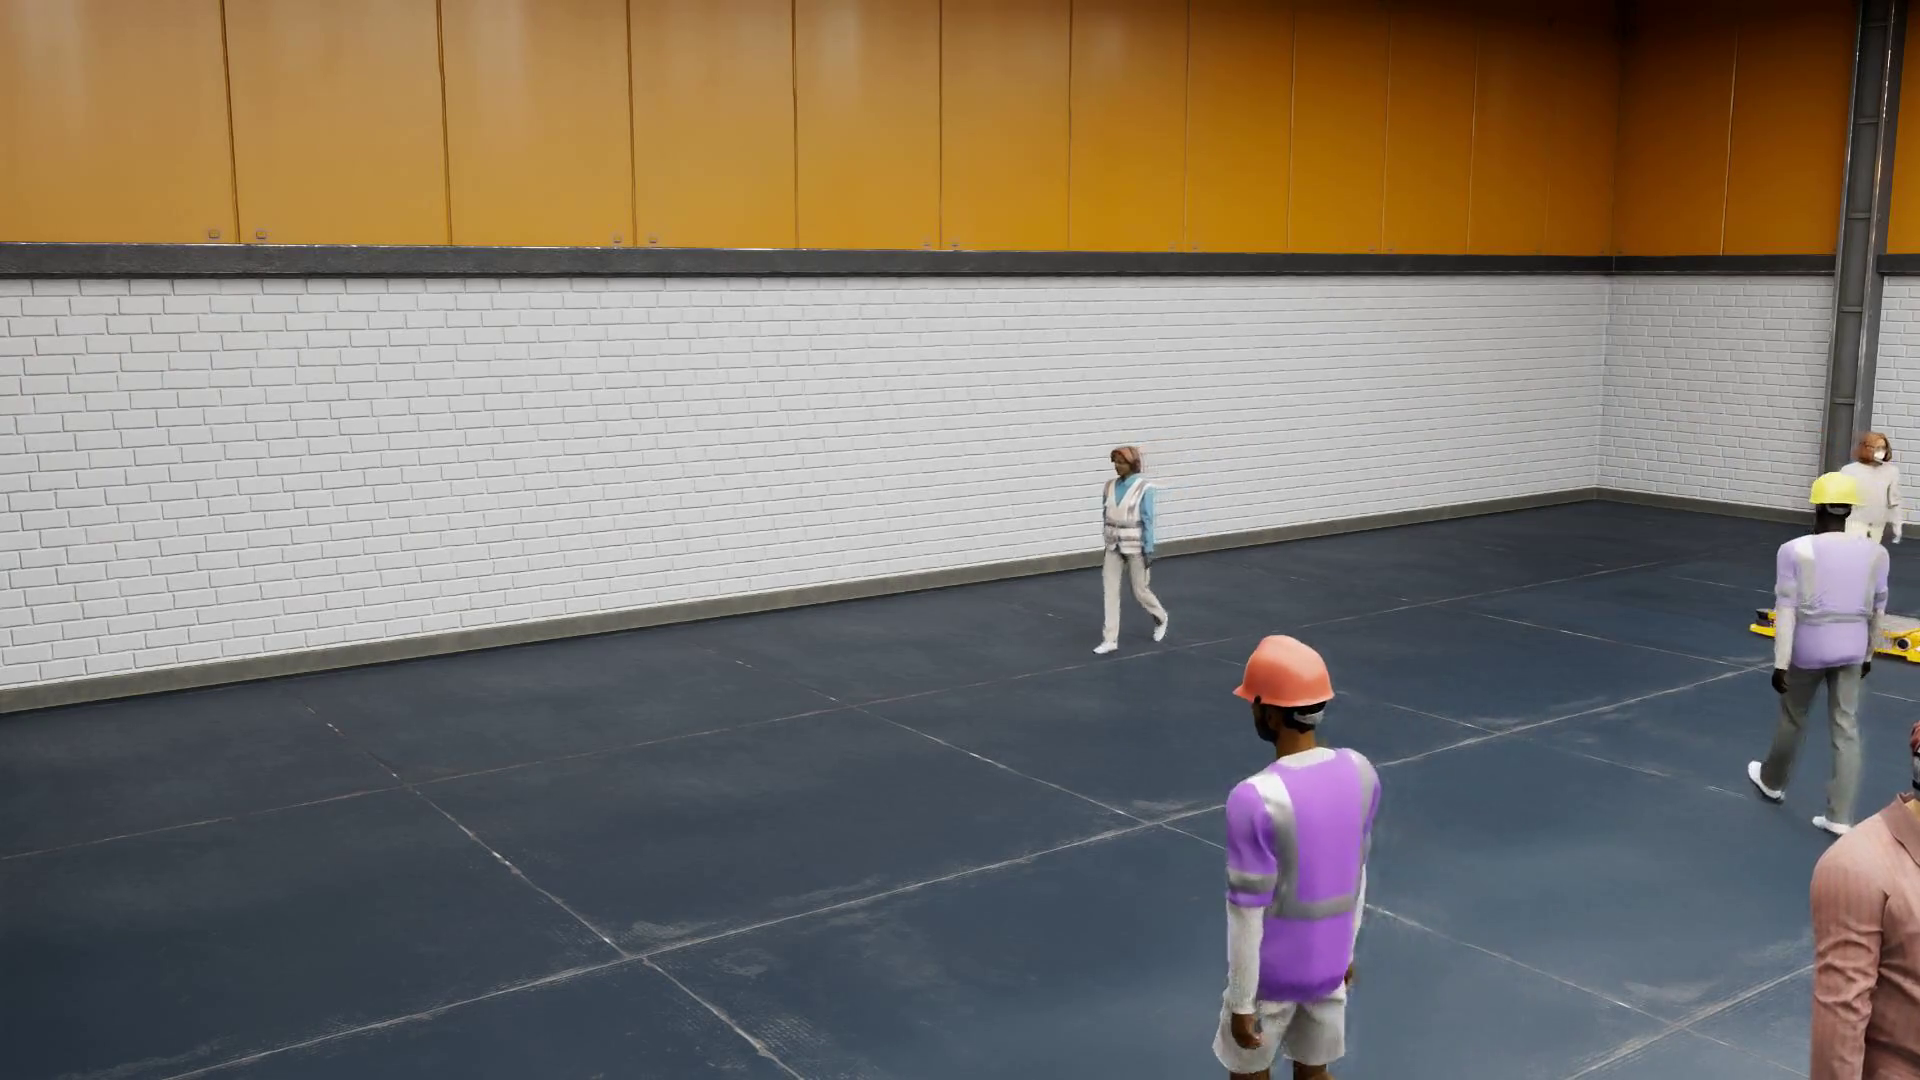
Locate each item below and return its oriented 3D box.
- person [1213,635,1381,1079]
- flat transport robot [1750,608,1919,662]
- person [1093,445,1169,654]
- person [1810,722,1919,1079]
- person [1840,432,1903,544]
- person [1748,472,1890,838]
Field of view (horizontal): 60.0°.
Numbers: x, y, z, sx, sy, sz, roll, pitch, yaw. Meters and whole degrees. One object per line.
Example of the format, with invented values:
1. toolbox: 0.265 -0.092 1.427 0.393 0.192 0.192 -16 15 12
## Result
1. person: 1.001 1.229 4.794 0.560 1.919 0.724 -5 11 -30
2. flat transport robot: 7.067 0.710 13.046 0.652 0.197 1.431 -7 11 -36
3. person: 1.338 0.059 12.926 0.524 1.612 0.700 9 13 44
4. person: 2.395 1.346 4.097 0.655 1.906 0.407 -3 10 -18
5. person: 7.559 -0.078 13.756 0.523 1.608 0.669 -1 9 -4
6. person: 4.598 0.578 8.896 0.612 1.878 0.955 1 9 5
